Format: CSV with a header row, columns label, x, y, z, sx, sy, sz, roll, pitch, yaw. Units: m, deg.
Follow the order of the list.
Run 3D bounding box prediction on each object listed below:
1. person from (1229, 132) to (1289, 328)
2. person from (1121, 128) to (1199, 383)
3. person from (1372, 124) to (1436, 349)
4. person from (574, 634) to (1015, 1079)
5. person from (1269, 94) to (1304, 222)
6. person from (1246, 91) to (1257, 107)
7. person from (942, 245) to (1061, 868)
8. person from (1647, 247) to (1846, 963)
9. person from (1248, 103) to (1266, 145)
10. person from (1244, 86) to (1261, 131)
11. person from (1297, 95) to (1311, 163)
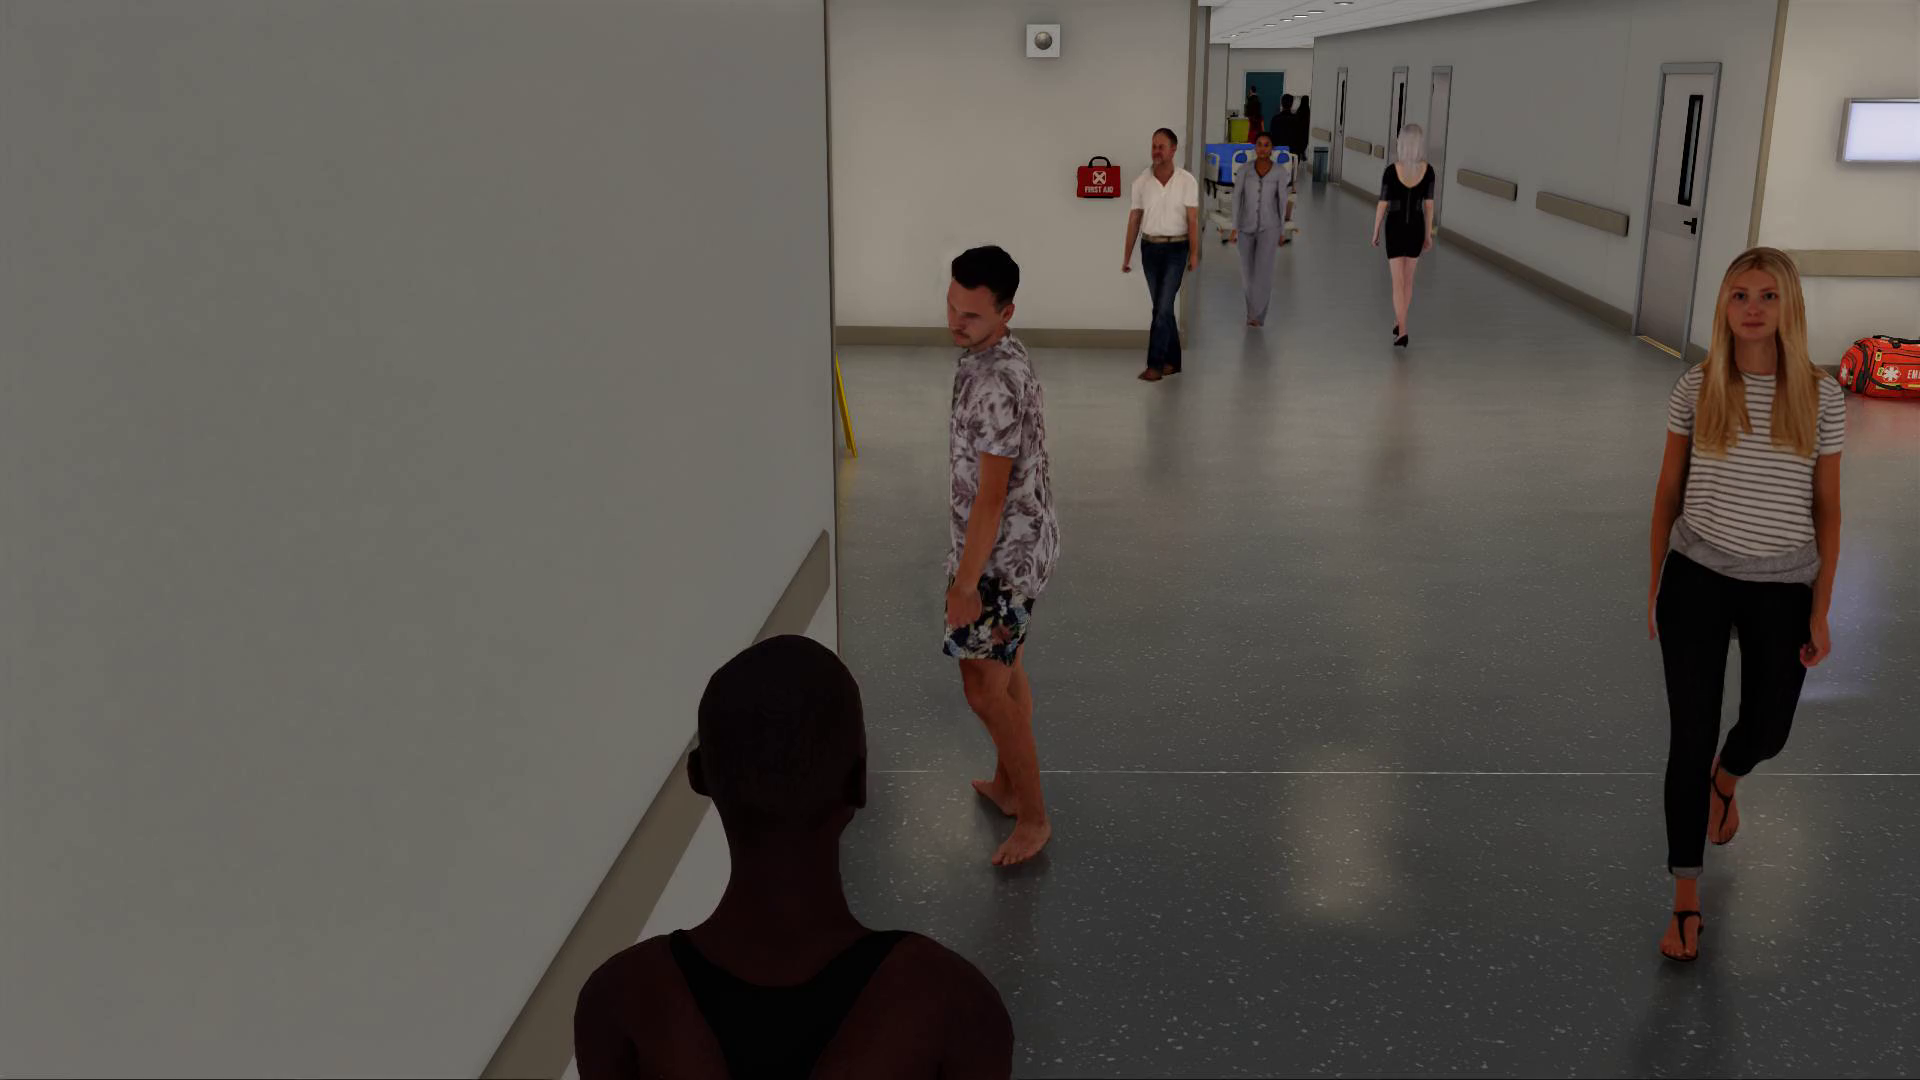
label,x,y,z,sx,sy,sz,roll,pitch,yaw
person,2.699,-2.791,15.027,1.140,1.696,0.877,5,16,17
person,1.571,-2.118,12.397,1.034,1.829,1.003,10,19,32
person,3.696,-2.484,13.735,0.871,1.806,0.726,-1,16,-3
person,-0.168,0.991,1.600,1.113,1.703,0.656,2,16,6
person,4.838,-5.637,24.751,1.055,1.898,0.921,-2,16,-6
person,9.527,-13.866,54.378,0.888,1.661,0.937,6,17,19
person,0.139,0.011,4.932,0.580,1.781,0.808,6,17,21
person,2.059,0.148,4.400,1.060,1.806,0.847,6,17,21
person,6.722,-9.143,37.841,0.875,1.535,0.815,8,18,27
person,9.203,-13.245,51.934,0.826,1.791,0.795,14,21,40
person,8.747,-10.450,42.295,0.889,1.641,0.893,11,19,35
